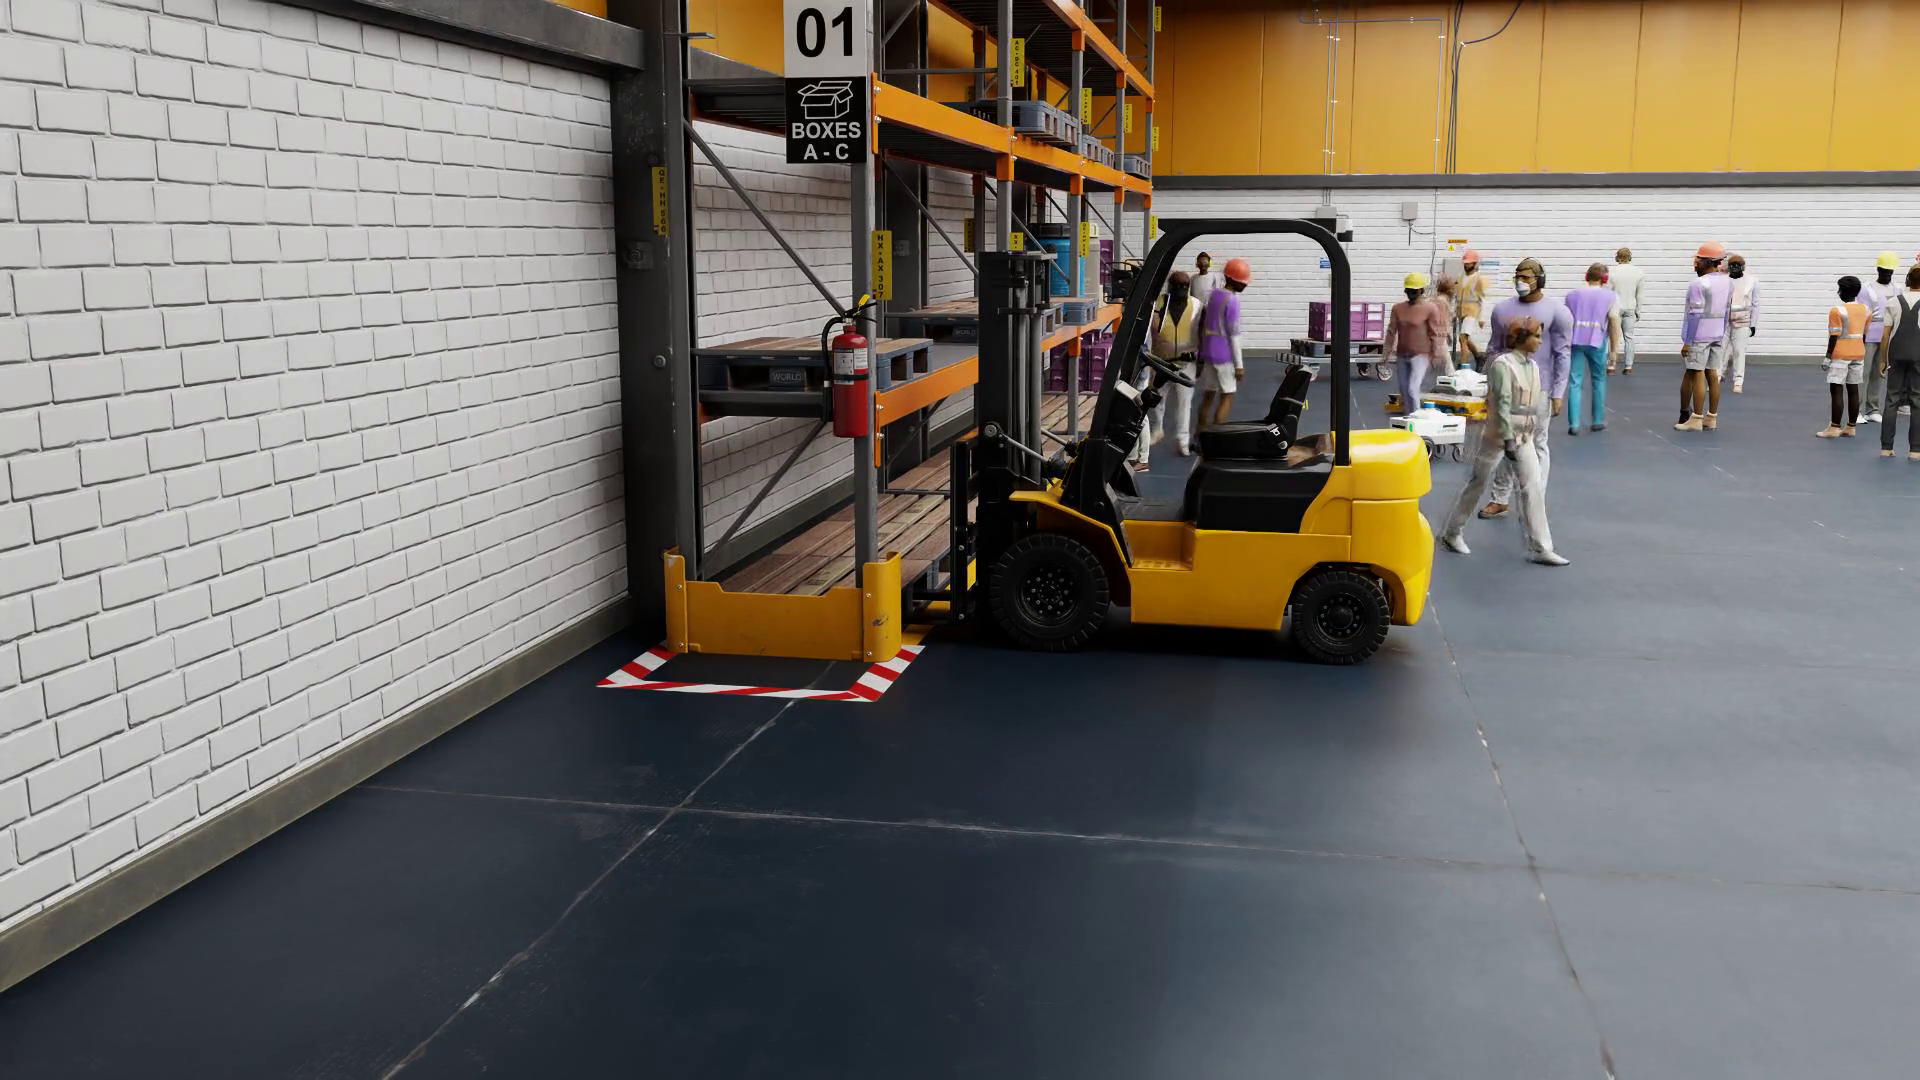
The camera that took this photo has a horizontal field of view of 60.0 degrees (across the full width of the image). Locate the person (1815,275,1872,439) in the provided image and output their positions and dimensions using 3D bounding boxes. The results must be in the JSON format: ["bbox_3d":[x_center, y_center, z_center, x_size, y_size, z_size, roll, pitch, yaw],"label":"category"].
[{"bbox_3d":[9.177,-1.890,17.252,0.533,1.696,0.318,-4,11,-22],"label":"person"}]

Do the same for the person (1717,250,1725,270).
[{"bbox_3d":[12.074,-3.770,26.739,0.382,1.995,0.612,0,10,-2],"label":"person"}]

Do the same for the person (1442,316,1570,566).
[{"bbox_3d":[3.540,-0.654,10.775,0.516,1.588,0.903,-7,13,-34],"label":"person"}]

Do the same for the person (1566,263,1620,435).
[{"bbox_3d":[6.719,-2.039,17.765,0.605,1.793,0.879,7,12,32],"label":"person"}]

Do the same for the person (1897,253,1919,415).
[{"bbox_3d":[11.327,-2.471,19.623,0.618,1.990,0.394,-9,14,-40],"label":"person"}]

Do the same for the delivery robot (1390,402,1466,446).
[{"bbox_3d":[4.356,-1.043,15.484,0.707,0.478,0.477,-5,11,-26],"label":"delivery robot"}]

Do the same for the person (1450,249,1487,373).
[{"bbox_3d":[7.683,-3.405,24.999,0.866,1.908,0.548,-6,12,-29],"label":"person"}]

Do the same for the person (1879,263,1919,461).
[{"bbox_3d":[8.920,-1.666,15.616,0.511,1.844,0.328,10,14,42],"label":"person"}]

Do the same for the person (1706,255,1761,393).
[{"bbox_3d":[10.386,-2.899,22.383,0.635,1.842,0.429,7,12,33],"label":"person"}]

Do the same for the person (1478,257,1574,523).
[{"bbox_3d":[4.154,-1.095,12.227,0.379,1.940,0.629,-10,14,-43],"label":"person"}]

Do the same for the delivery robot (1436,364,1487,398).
[{"bbox_3d":[6.095,-1.881,20.075,0.707,0.478,0.477,-6,12,-31],"label":"delivery robot"}]

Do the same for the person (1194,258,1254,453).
[{"bbox_3d":[2.492,-1.736,15.912,0.385,1.894,0.731,-3,11,-18],"label":"person"}]

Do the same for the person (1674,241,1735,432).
[{"bbox_3d":[7.992,-2.177,17.864,0.608,2.048,0.365,-6,12,-30],"label":"person"}]

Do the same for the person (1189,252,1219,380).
[{"bbox_3d":[3.508,-3.235,24.138,0.524,1.876,0.325,7,13,35],"label":"person"}]

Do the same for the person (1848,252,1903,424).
[{"bbox_3d":[10.302,-2.260,18.662,0.591,1.921,0.384,-3,11,-16],"label":"person"}]

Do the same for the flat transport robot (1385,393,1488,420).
[{"bbox_3d":[5.696,-1.564,19.376,0.652,0.197,1.431,-6,12,-28],"label":"flat transport robot"}]

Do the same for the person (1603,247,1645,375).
[{"bbox_3d":[10.015,-3.458,25.201,0.627,1.934,0.372,0,10,1],"label":"person"}]

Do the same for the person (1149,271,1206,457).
[{"bbox_3d":[2.050,-1.736,16.225,0.656,1.783,1.018,1,10,3],"label":"person"}]

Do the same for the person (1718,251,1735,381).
[{"bbox_3d":[11.092,-3.238,24.114,0.563,1.890,0.650,-7,12,-33],"label":"person"}]

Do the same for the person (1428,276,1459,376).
[{"bbox_3d":[6.109,-2.542,21.106,0.842,1.587,0.485,1,10,3],"label":"person"}]

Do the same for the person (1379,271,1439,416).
[{"bbox_3d":[4.566,-1.845,16.872,0.545,1.740,0.560,-9,14,-41],"label":"person"}]

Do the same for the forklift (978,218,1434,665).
[{"bbox_3d":[1.285,-0.567,8.635,2.313,2.155,1.214,2,11,11],"label":"forklift"}]

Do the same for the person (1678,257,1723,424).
[{"bbox_3d":[8.190,-2.225,18.425,0.362,1.939,0.542,6,12,28],"label":"person"}]

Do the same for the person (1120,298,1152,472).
[{"bbox_3d":[1.547,-1.423,14.860,0.279,1.634,0.499,-3,11,-15],"label":"person"}]
